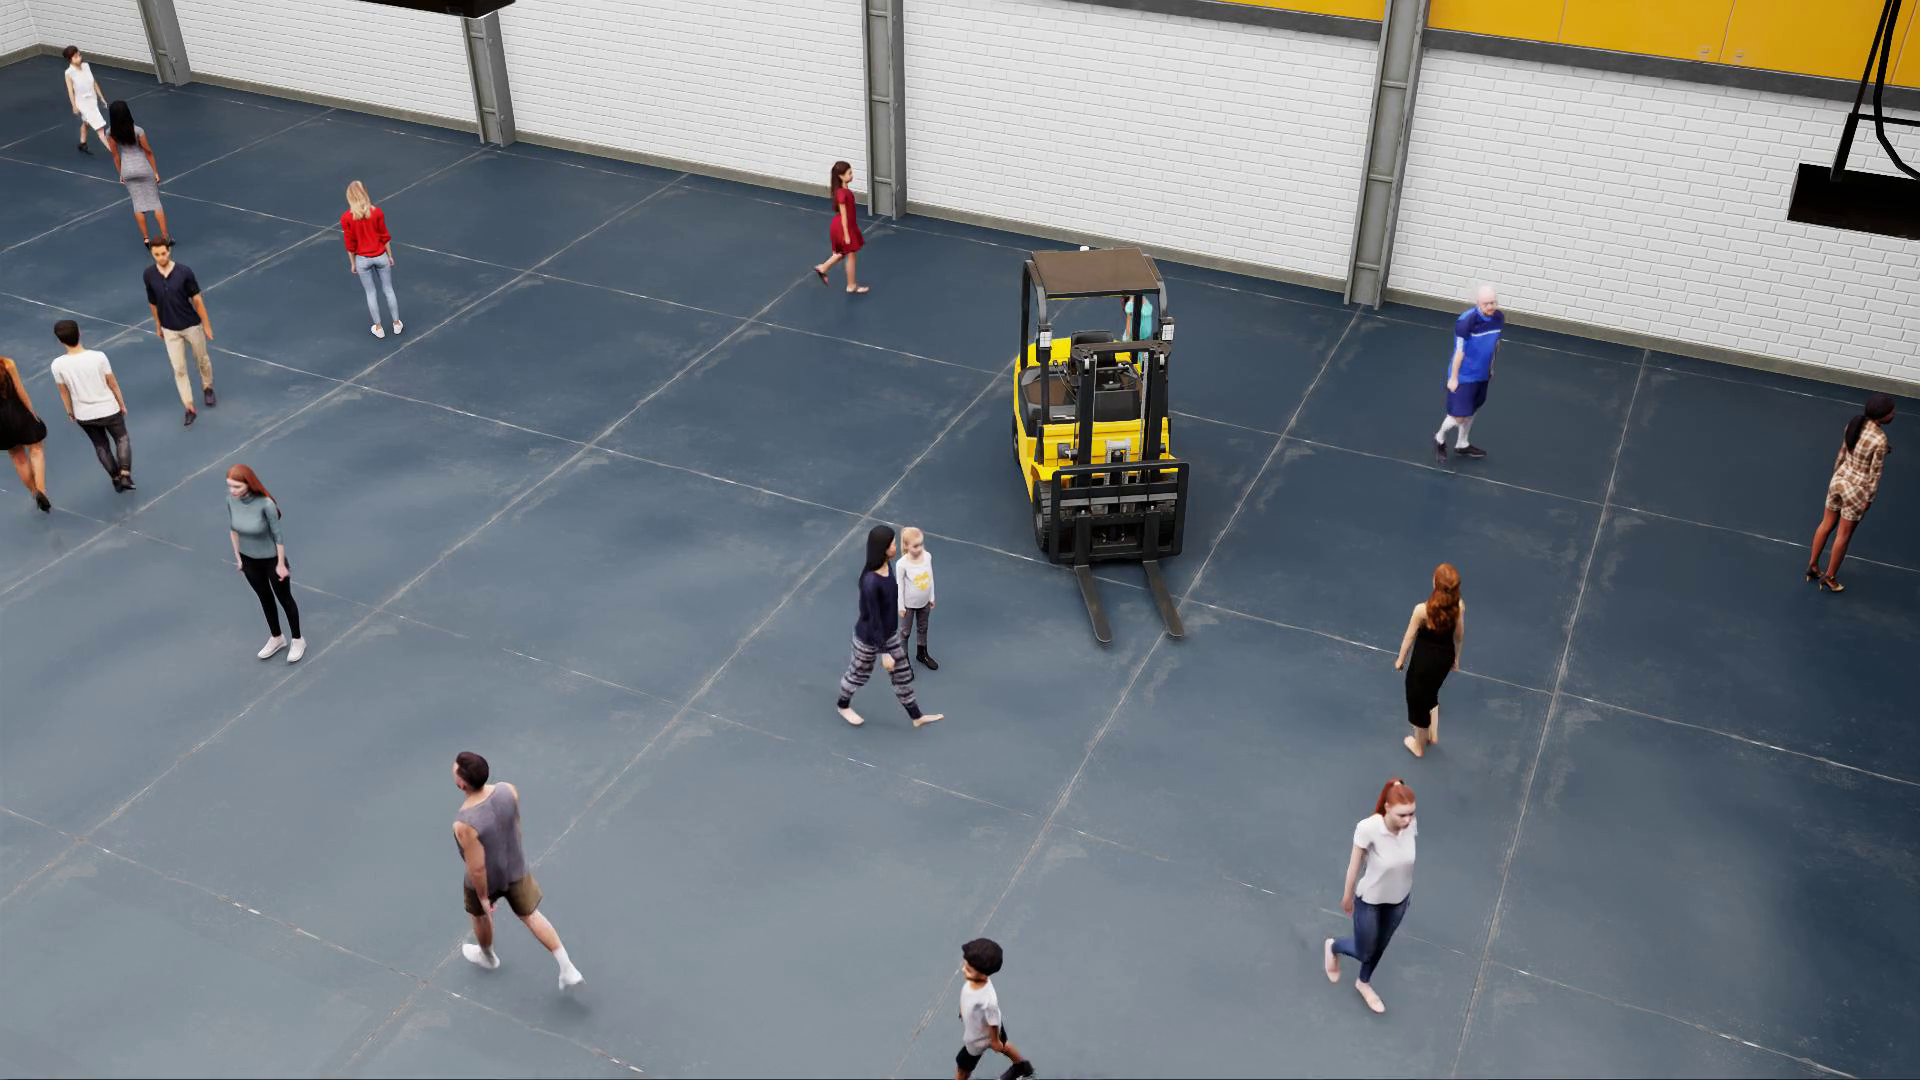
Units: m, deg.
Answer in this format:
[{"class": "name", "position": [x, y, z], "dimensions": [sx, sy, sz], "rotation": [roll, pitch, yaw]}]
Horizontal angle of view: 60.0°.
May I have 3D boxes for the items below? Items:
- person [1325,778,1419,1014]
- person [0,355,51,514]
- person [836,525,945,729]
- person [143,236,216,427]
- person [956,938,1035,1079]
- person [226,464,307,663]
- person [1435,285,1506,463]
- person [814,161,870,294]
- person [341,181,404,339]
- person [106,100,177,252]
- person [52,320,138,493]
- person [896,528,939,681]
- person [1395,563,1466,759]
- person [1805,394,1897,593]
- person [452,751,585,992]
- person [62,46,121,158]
[{"class": "person", "position": [2.457, 2.071, 9.943], "dimensions": [0.772, 1.726, 0.841], "rotation": [-14, 36, -20]}, {"class": "person", "position": [-8.220, -0.967, 14.422], "dimensions": [0.768, 1.829, 0.823], "rotation": [-15, 36, -21]}, {"class": "person", "position": [-0.694, 0.664, 12.103], "dimensions": [1.084, 1.679, 0.775], "rotation": [13, 36, 19]}, {"class": "person", "position": [-7.529, -2.098, 16.128], "dimensions": [1.052, 1.823, 1.087], "rotation": [-8, 35, -12]}, {"class": "person", "position": [0.188, 2.716, 9.413], "dimensions": [0.930, 1.239, 0.834], "rotation": [-8, 34, -12]}, {"class": "person", "position": [-5.356, 0.161, 12.800], "dimensions": [0.539, 1.745, 0.675], "rotation": [8, 34, 12]}, {"class": "person", "position": [4.642, -1.524, 15.256], "dimensions": [0.878, 1.833, 0.884], "rotation": [-29, 43, -36]}, {"class": "person", "position": [-1.349, -3.452, 18.422], "dimensions": [0.919, 1.539, 0.749], "rotation": [0, 34, 0]}, {"class": "person", "position": [-6.207, -2.956, 17.528], "dimensions": [0.693, 1.703, 0.713], "rotation": [-17, 37, -24]}, {"class": "person", "position": [-9.593, -4.255, 19.412], "dimensions": [0.647, 1.781, 0.738], "rotation": [-6, 34, -8]}, {"class": "person", "position": [-7.684, -1.135, 14.787], "dimensions": [0.864, 1.704, 0.933], "rotation": [-13, 36, -19]}, {"class": "person", "position": [-0.351, 0.460, 12.774], "dimensions": [0.580, 1.277, 0.625], "rotation": [-21, 39, -29]}, {"class": "person", "position": [3.374, 0.918, 11.779], "dimensions": [0.711, 1.614, 0.771], "rotation": [-11, 35, -16]}, {"class": "person", "position": [7.260, -0.383, 13.576], "dimensions": [0.717, 1.793, 0.672], "rotation": [-8, 34, -12]}, {"class": "person", "position": [-2.694, 1.999, 9.904], "dimensions": [1.212, 1.816, 0.786], "rotation": [22, 39, 29]}, {"class": "person", "position": [-11.533, -5.726, 21.873], "dimensions": [1.070, 1.506, 0.632], "rotation": [10, 35, 14]}]
